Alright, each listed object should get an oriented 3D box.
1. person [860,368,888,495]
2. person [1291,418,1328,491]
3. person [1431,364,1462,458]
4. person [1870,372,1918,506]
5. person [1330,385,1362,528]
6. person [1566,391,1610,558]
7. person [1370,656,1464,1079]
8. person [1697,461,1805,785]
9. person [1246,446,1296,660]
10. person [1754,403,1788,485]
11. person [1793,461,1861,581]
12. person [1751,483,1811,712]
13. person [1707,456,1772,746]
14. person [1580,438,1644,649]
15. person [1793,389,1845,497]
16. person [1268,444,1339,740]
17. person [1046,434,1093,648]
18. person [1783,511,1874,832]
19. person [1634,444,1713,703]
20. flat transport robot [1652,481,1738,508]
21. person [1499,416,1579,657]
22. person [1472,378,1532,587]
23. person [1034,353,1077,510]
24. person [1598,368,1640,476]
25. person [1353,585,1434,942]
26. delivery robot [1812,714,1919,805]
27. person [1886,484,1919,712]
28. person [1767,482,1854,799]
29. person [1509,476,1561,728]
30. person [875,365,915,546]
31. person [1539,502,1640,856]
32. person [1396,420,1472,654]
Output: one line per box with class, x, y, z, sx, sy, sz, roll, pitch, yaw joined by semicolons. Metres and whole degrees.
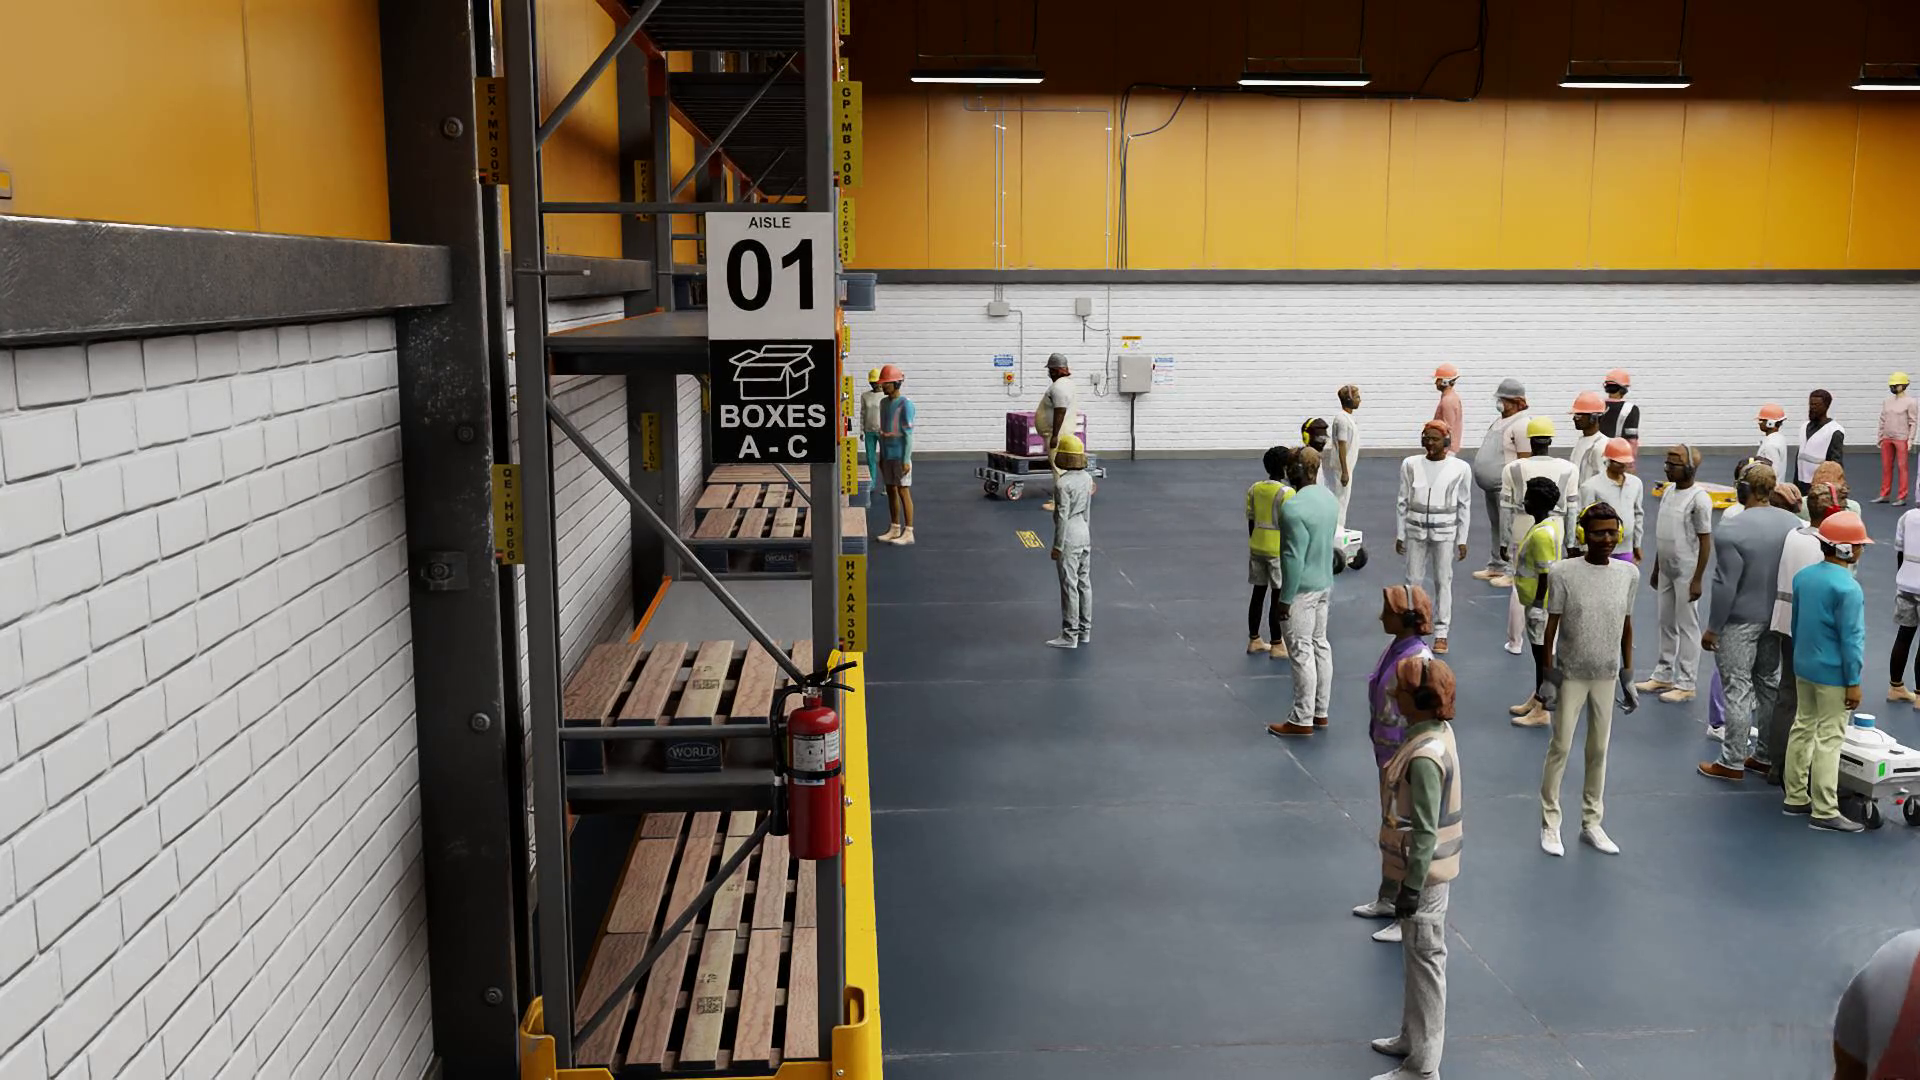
person;-1.153;-1.491;22.973;0.524;1.761;0.340;4;10;25
person;2.892;-0.086;13.806;0.319;1.865;0.521;5;10;30
person;5.722;-1.083;19.657;0.386;1.992;0.625;3;10;20
person;12.315;-1.326;21.906;0.326;1.767;0.533;-3;10;-20
person;4.215;-0.770;18.161;0.338;1.845;0.514;3;9;16
person;5.366;-0.256;14.315;0.370;2.044;0.608;0;9;1
person;1.715;1.235;6.215;0.308;1.641;0.511;3;9;16
person;4.712;0.494;9.934;0.627;1.941;0.370;-3;10;-20
person;2.484;0.096;13.179;0.317;1.698;0.540;-5;11;-31
person;8.117;-0.499;16.742;0.327;1.753;0.563;5;10;30
person;6.560;0.213;12.656;0.497;1.633;0.284;7;11;36
person;5.571;0.418;11.343;0.522;1.639;0.311;7;12;38
person;5.105;0.387;10.810;0.329;1.877;0.510;9;13;44
person;5.271;0.037;13.437;0.574;1.737;0.354;-3;9;-16
person;8.448;-0.529;16.418;0.378;1.918;0.598;-1;9;-8
person;2.261;0.337;10.922;0.354;1.937;0.635;7;11;36
person;0.899;0.008;13.601;0.294;1.744;0.486;6;11;32
person;4.790;0.711;9.149;0.327;1.752;0.562;-1;9;-4
person;5.111;0.237;11.840;0.350;1.847;0.506;-2;9;-10
flat transport robot;9.892;-0.612;22.096;0.652;0.197;1.431;-1;9;-8
person;4.595;-0.025;13.264;0.586;1.918;0.396;2;9;15
person;5.309;-0.570;16.295;0.538;2.000;0.682;-1;9;-5
person;1.232;-1.410;21.569;0.537;2.000;0.688;2;9;15
person;7.092;-0.854;18.149;0.453;2.029;0.617;-9;12;-43
person;2.024;1.011;7.622;0.309;1.641;0.514;0;9;-1
delivery robot;5.084;1.226;9.378;0.477;0.478;0.707;-2;9;-11
person;6.741;0.349;11.601;0.317;1.695;0.540;-1;9;-8
person;4.956;0.579;9.693;0.390;1.846;0.564;-2;9;-11
person;3.891;0.415;11.185;0.322;1.697;0.533;3;10;20
person;-0.750;-0.952;18.730;0.407;2.035;0.609;-6;11;-35
person;3.295;0.723;8.705;0.519;1.874;0.327;-1;9;-3
person;3.793;-0.028;13.386;0.573;1.883;0.359;5;10;28
